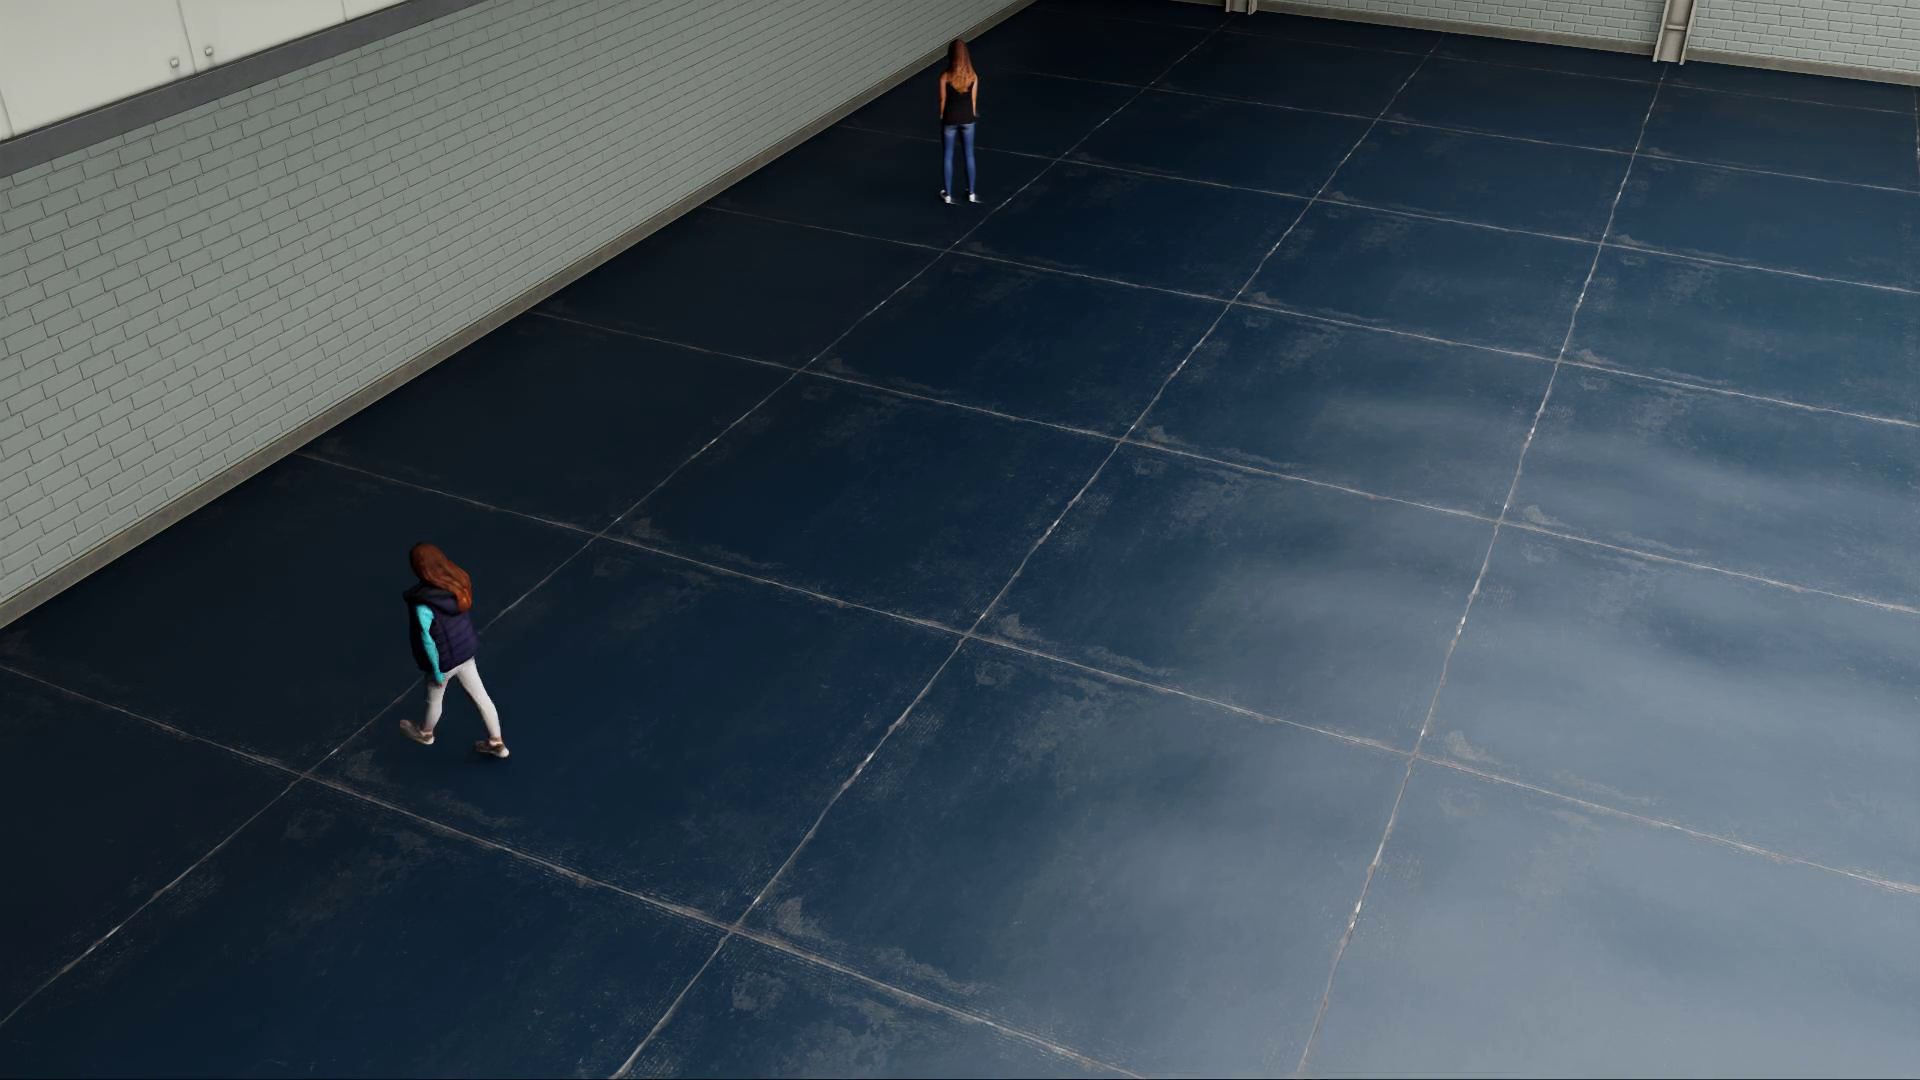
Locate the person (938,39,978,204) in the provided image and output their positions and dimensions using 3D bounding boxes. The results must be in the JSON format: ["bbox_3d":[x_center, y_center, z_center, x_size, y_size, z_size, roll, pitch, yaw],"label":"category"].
[{"bbox_3d":[-0.025,-4.438,17.637,0.641,1.722,0.712,-9,33,-14],"label":"person"}]

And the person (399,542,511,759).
[{"bbox_3d":[-2.928,0.694,9.751,0.938,1.455,0.614,11,34,17],"label":"person"}]
